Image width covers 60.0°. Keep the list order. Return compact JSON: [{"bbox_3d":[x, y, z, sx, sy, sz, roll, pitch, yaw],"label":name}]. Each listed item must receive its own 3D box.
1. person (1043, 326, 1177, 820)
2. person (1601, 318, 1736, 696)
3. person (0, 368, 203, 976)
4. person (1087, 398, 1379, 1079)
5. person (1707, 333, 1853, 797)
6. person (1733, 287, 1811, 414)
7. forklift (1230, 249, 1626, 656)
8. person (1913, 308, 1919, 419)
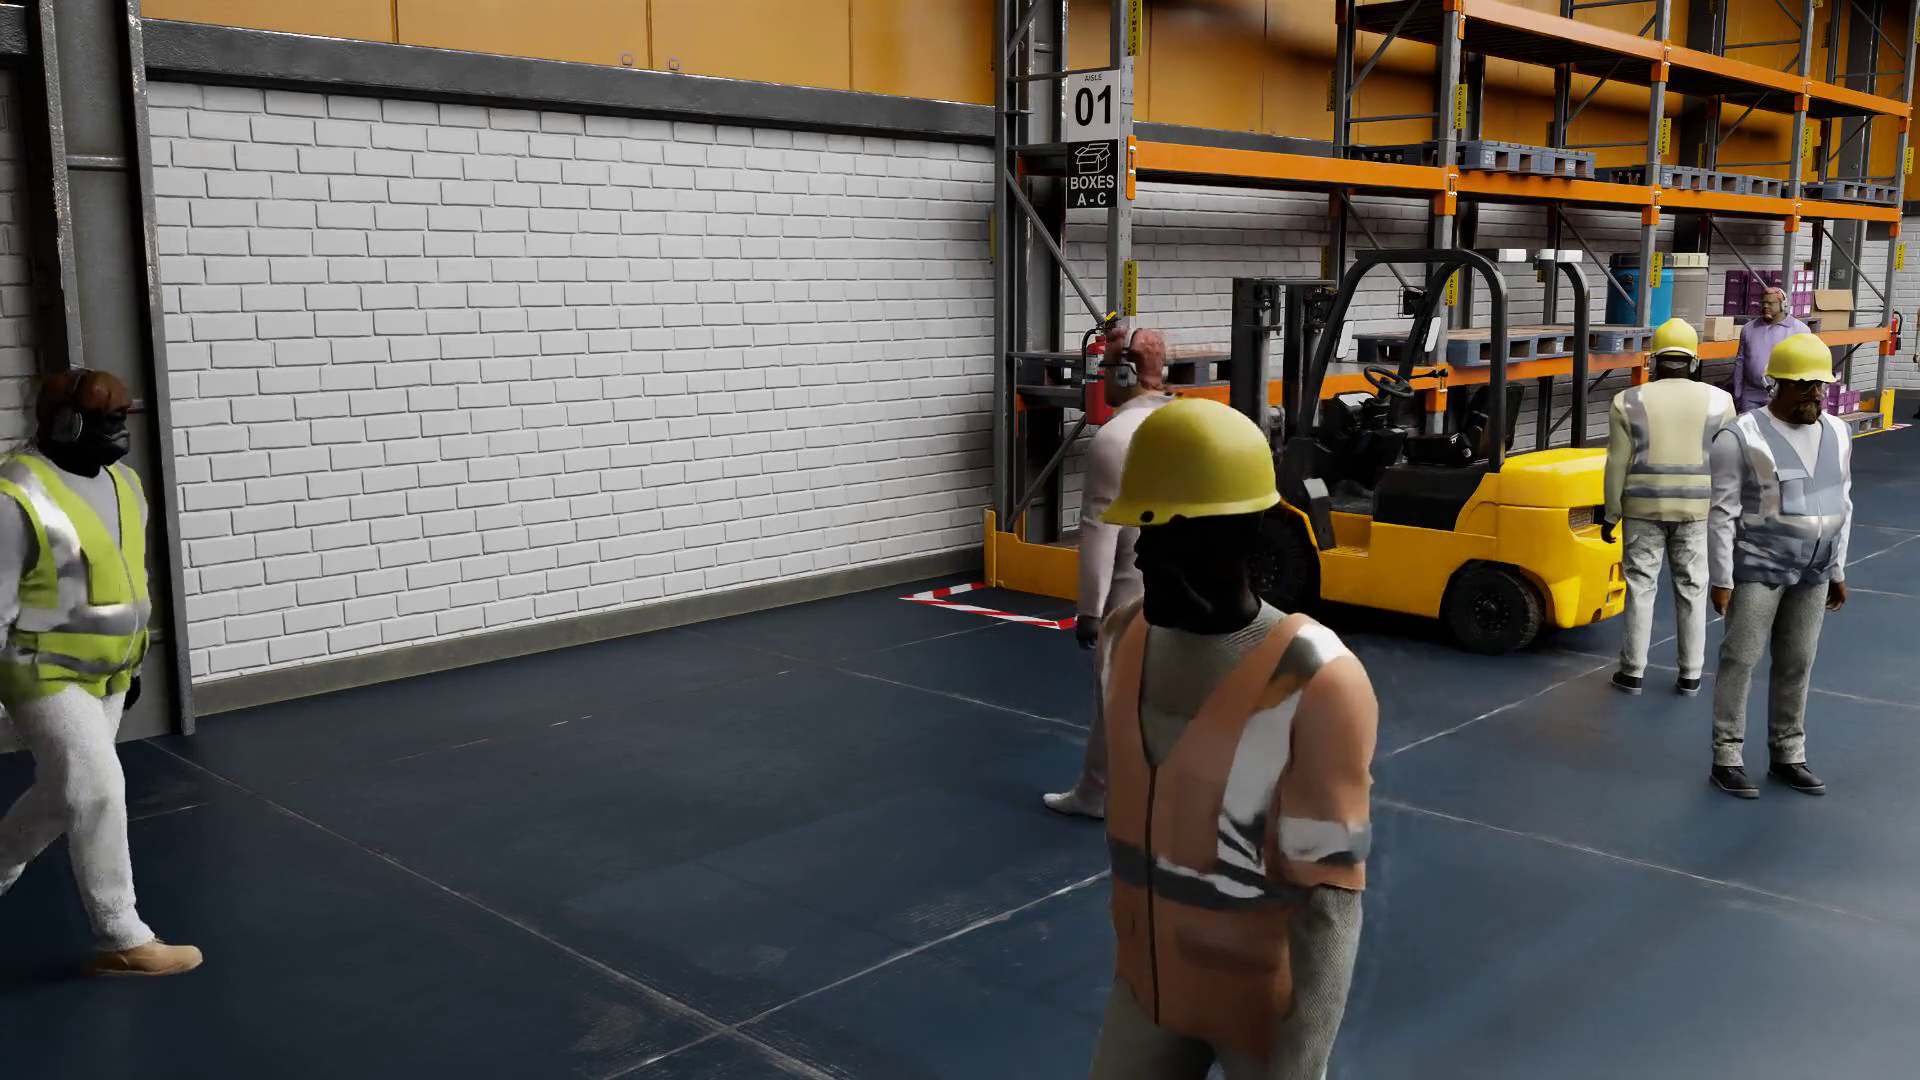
[{"bbox_3d":[0.687,0.172,5.966,0.882,1.880,0.647,6,11,34],"label":"person"},{"bbox_3d":[3.421,-0.151,8.072,0.587,1.835,0.404,2,9,12],"label":"person"},{"bbox_3d":[-2.705,0.390,4.889,0.827,1.801,0.662,1,9,5],"label":"person"},{"bbox_3d":[0.401,0.707,2.682,0.986,1.873,0.606,-7,12,-37],"label":"person"},{"bbox_3d":[3.215,0.108,6.522,0.590,1.826,0.403,-2,9,-11],"label":"person"},{"bbox_3d":[7.345,-1.339,15.136,0.401,1.907,0.648,-8,12,-40],"label":"person"},{"bbox_3d":[2.710,-0.584,9.626,2.313,2.155,1.214,9,13,43],"label":"forklift"},{"bbox_3d":[13.433,-2.617,22.906,0.543,1.928,0.374,2,10,15],"label":"person"}]
